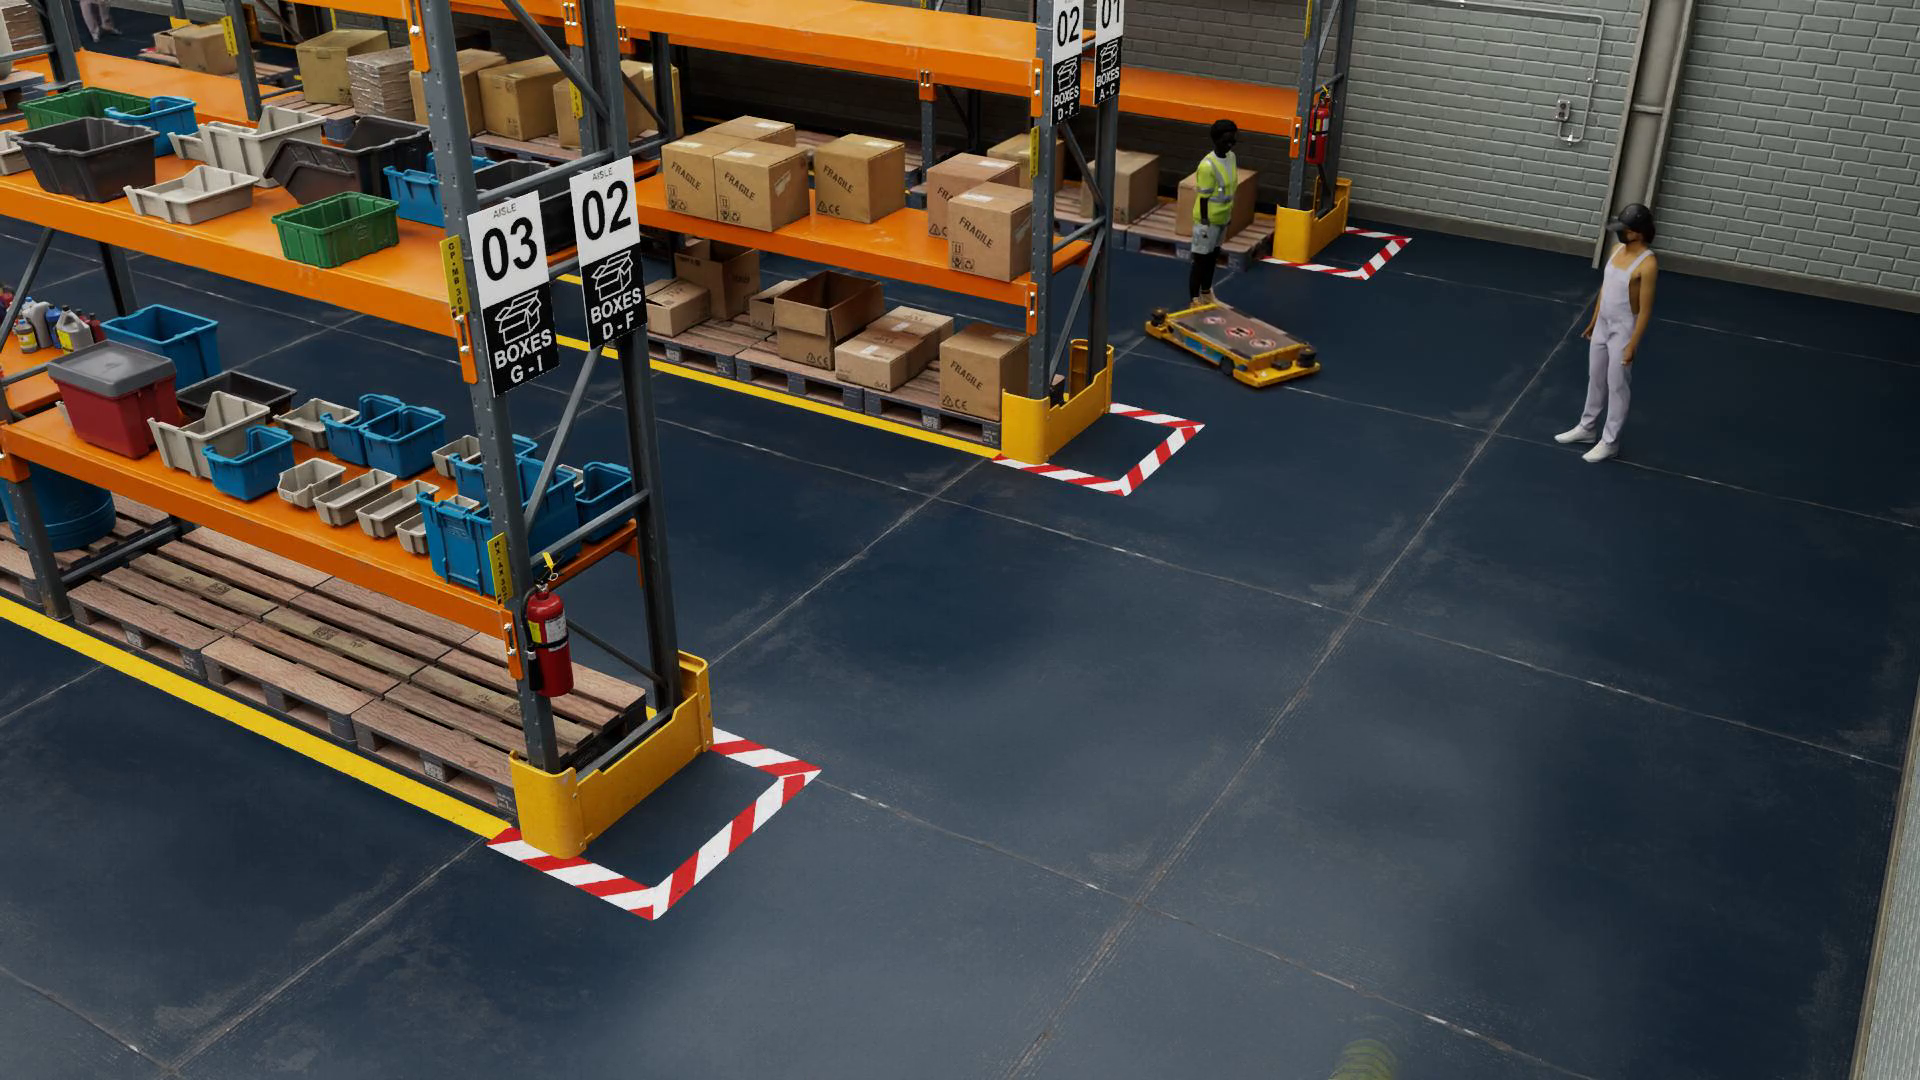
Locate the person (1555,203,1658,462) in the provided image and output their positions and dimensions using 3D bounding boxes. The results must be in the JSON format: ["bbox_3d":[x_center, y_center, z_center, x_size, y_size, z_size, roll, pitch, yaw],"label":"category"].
[{"bbox_3d":[4.539,-1.445,11.595,0.389,1.858,0.518,-7,30,-13],"label":"person"}]

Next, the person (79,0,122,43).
[{"bbox_3d":[-12.212,-7.838,23.118,0.631,1.805,0.441,-25,37,-37],"label":"person"}]

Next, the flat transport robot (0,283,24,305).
[{"bbox_3d":[-8.826,-2.111,14.421,1.431,0.231,0.659,18,34,29],"label":"flat transport robot"}]

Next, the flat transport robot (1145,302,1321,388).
[{"bbox_3d":[2.206,-1.616,13.533,0.659,0.231,1.431,-17,33,-28],"label":"flat transport robot"}]

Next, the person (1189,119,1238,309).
[{"bbox_3d":[2.144,-2.715,14.034,0.322,1.698,0.534,19,34,30],"label":"person"}]
